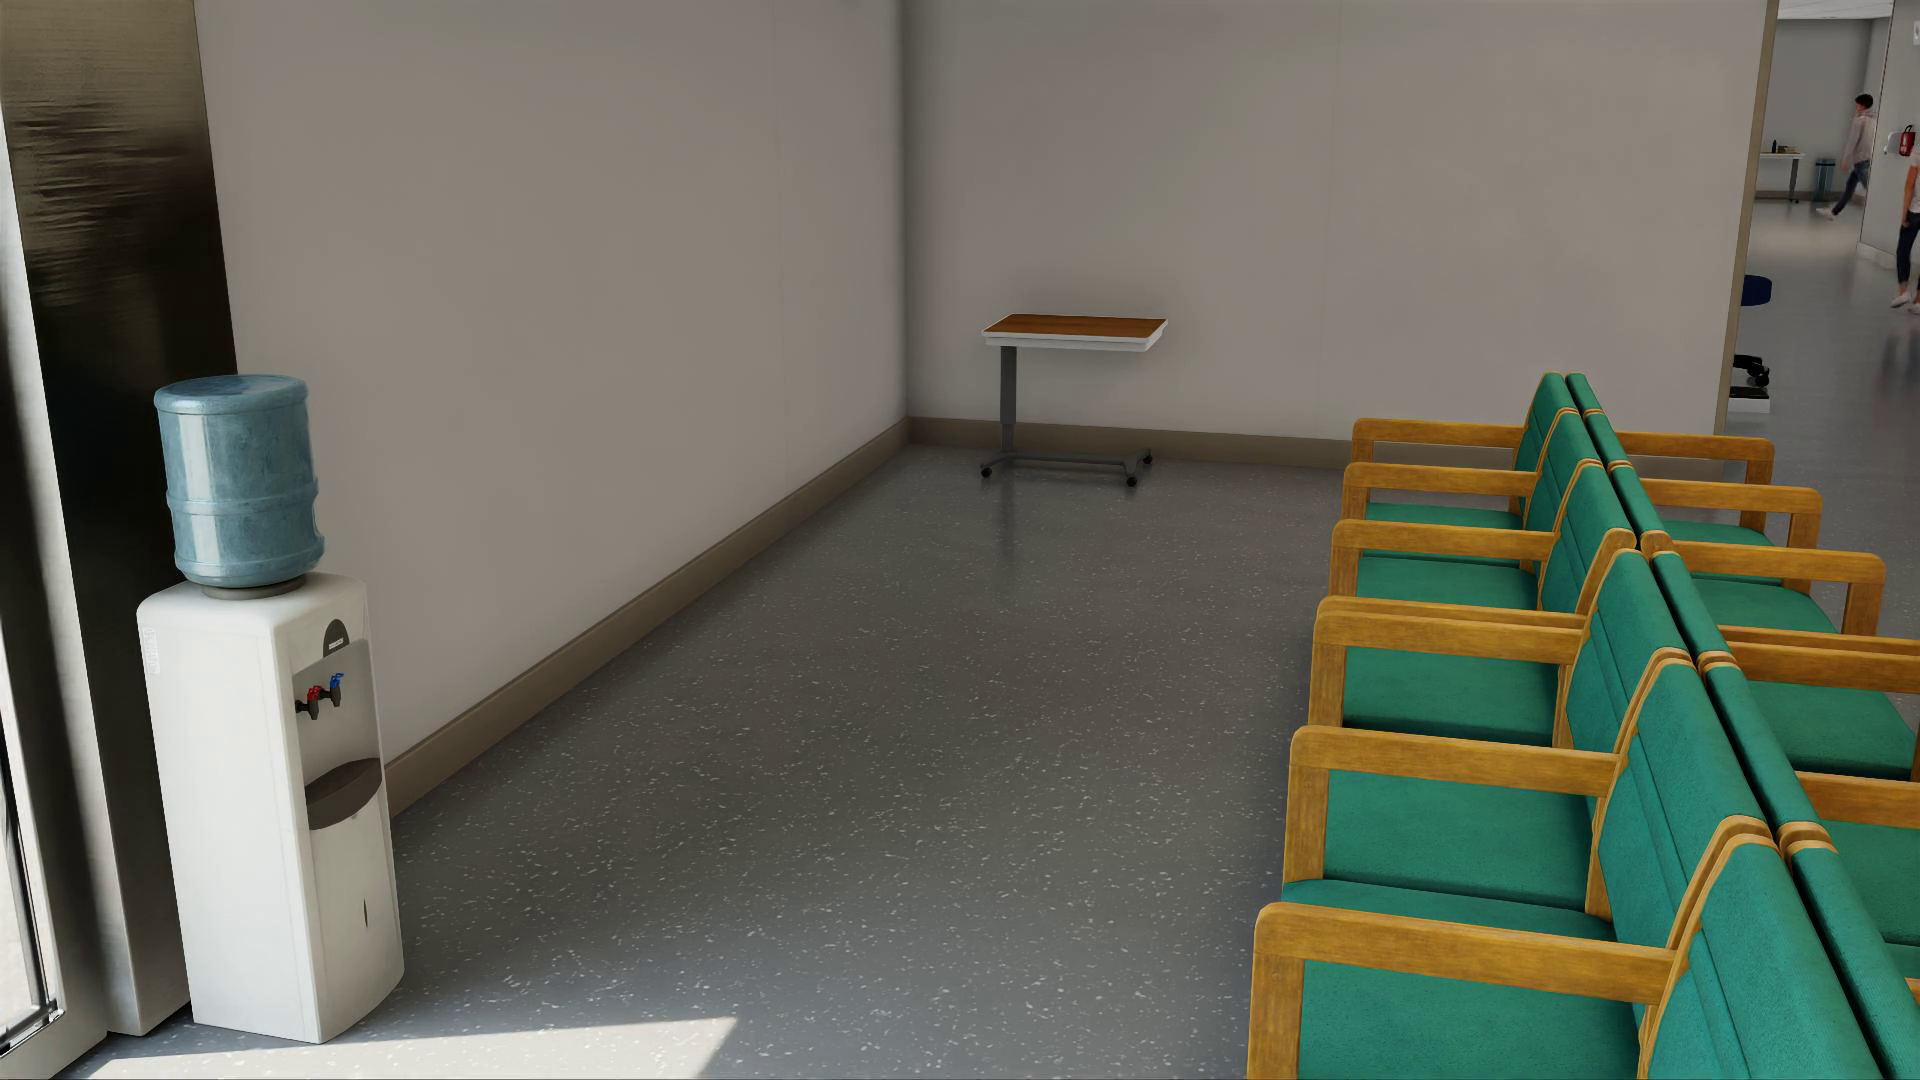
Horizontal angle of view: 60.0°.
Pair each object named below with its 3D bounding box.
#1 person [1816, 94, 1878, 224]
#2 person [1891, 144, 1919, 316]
[{"bbox_3d":[12.750,-5.277,23.297,1.180,1.796,1.325,-11,19,-34],"label":"person"},{"bbox_3d":[8.700,-2.914,14.914,0.529,1.796,0.673,6,17,19],"label":"person"}]
